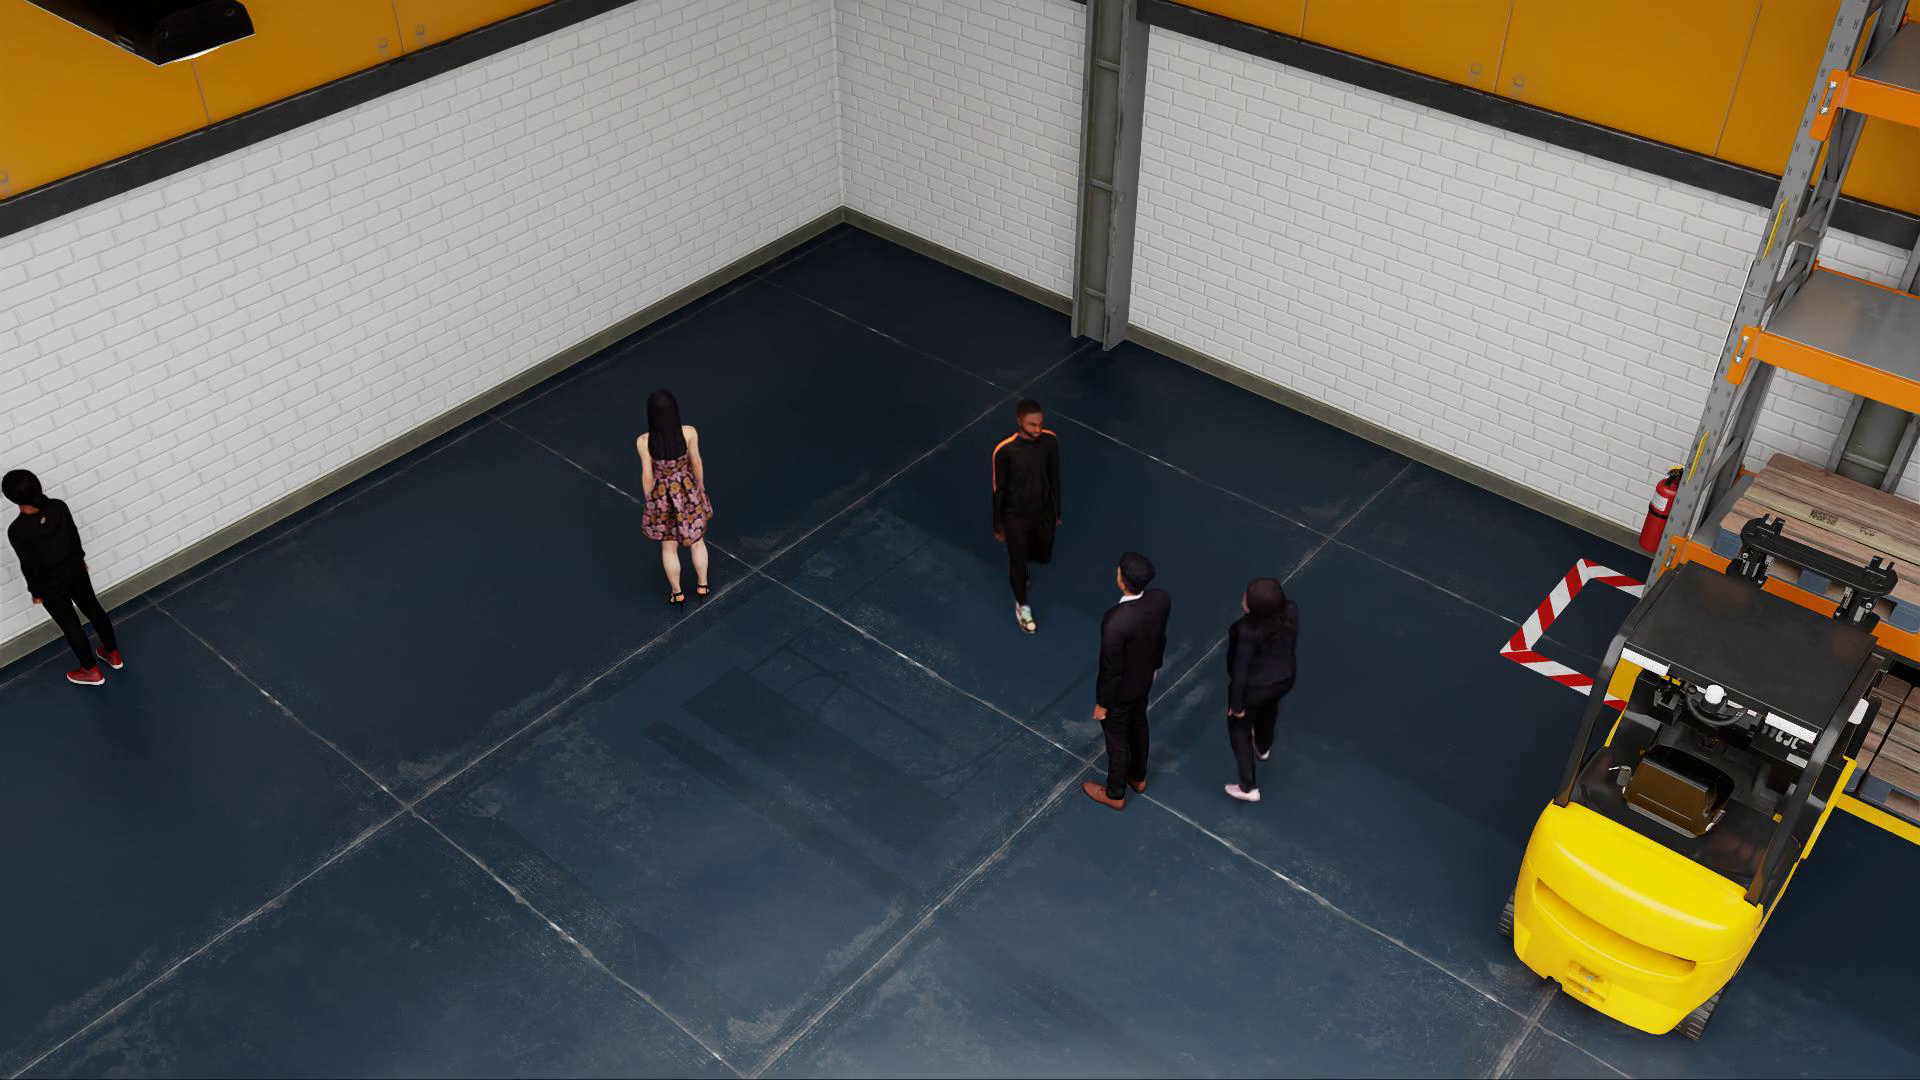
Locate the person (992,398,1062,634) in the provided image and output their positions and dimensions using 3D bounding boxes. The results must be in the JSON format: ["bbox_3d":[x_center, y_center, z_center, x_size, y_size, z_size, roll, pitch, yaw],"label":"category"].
[{"bbox_3d":[0.419,-0.241,11.183,0.890,1.798,0.999,-12,40,-15],"label":"person"}]

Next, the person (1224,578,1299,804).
[{"bbox_3d":[1.791,0.880,9.945,0.835,1.592,0.868,-18,42,-21],"label":"person"}]

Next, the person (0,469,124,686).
[{"bbox_3d":[-5.781,0.229,10.693,0.629,1.675,0.650,15,41,18],"label":"person"}]

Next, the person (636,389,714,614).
[{"bbox_3d":[-1.926,-0.269,11.237,0.784,1.774,0.816,-15,41,-18],"label":"person"}]

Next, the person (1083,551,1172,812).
[{"bbox_3d":[0.983,0.833,9.771,0.552,1.882,0.712,31,48,33],"label":"person"}]
